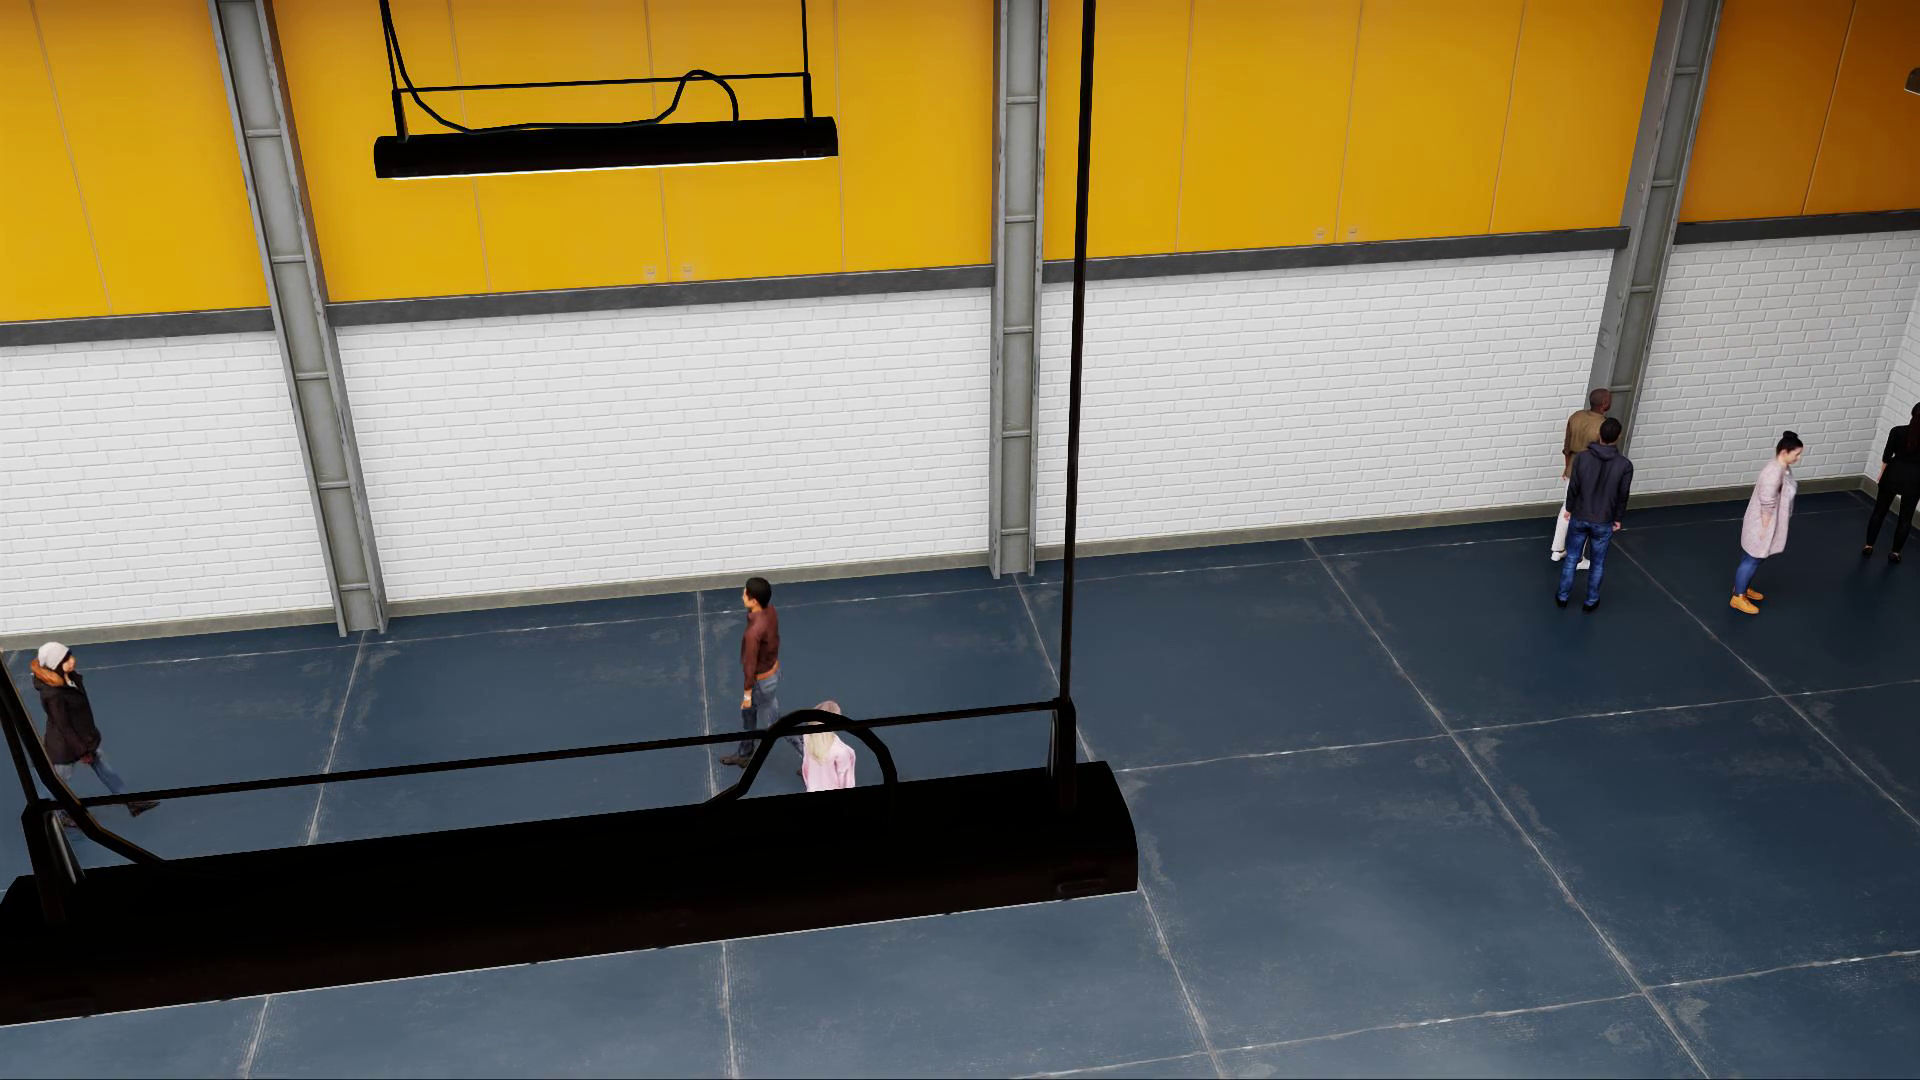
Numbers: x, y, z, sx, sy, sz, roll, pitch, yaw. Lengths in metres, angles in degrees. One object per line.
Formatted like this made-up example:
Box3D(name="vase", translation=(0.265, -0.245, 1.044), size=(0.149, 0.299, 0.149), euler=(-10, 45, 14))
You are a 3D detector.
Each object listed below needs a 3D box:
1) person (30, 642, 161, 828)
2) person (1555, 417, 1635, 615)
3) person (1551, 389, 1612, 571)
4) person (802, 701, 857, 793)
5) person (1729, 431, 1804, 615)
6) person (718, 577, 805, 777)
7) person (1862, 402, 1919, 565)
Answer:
Box3D(name="person", translation=(-6.598, 1.462, 12.211), size=(1.038, 1.596, 0.676), euler=(-3, 29, -5))
Box3D(name="person", translation=(5.697, -0.215, 14.973), size=(0.711, 1.894, 0.821), euler=(12, 31, 20))
Box3D(name="person", translation=(5.909, -0.590, 15.733), size=(0.706, 1.825, 0.784), euler=(-14, 32, -25))
Box3D(name="person", translation=(-0.897, 1.820, 11.459), size=(0.690, 1.688, 0.721), euler=(25, 37, 37))
Box3D(name="person", translation=(7.302, -0.189, 15.081), size=(0.846, 1.746, 0.797), euler=(17, 33, 28))
Box3D(name="person", translation=(-1.419, 1.096, 12.728), size=(1.207, 1.745, 0.899), euler=(4, 29, 7))
Box3D(name="person", translation=(8.962, -0.547, 15.825), size=(0.694, 1.662, 0.746), euler=(21, 35, 33))
